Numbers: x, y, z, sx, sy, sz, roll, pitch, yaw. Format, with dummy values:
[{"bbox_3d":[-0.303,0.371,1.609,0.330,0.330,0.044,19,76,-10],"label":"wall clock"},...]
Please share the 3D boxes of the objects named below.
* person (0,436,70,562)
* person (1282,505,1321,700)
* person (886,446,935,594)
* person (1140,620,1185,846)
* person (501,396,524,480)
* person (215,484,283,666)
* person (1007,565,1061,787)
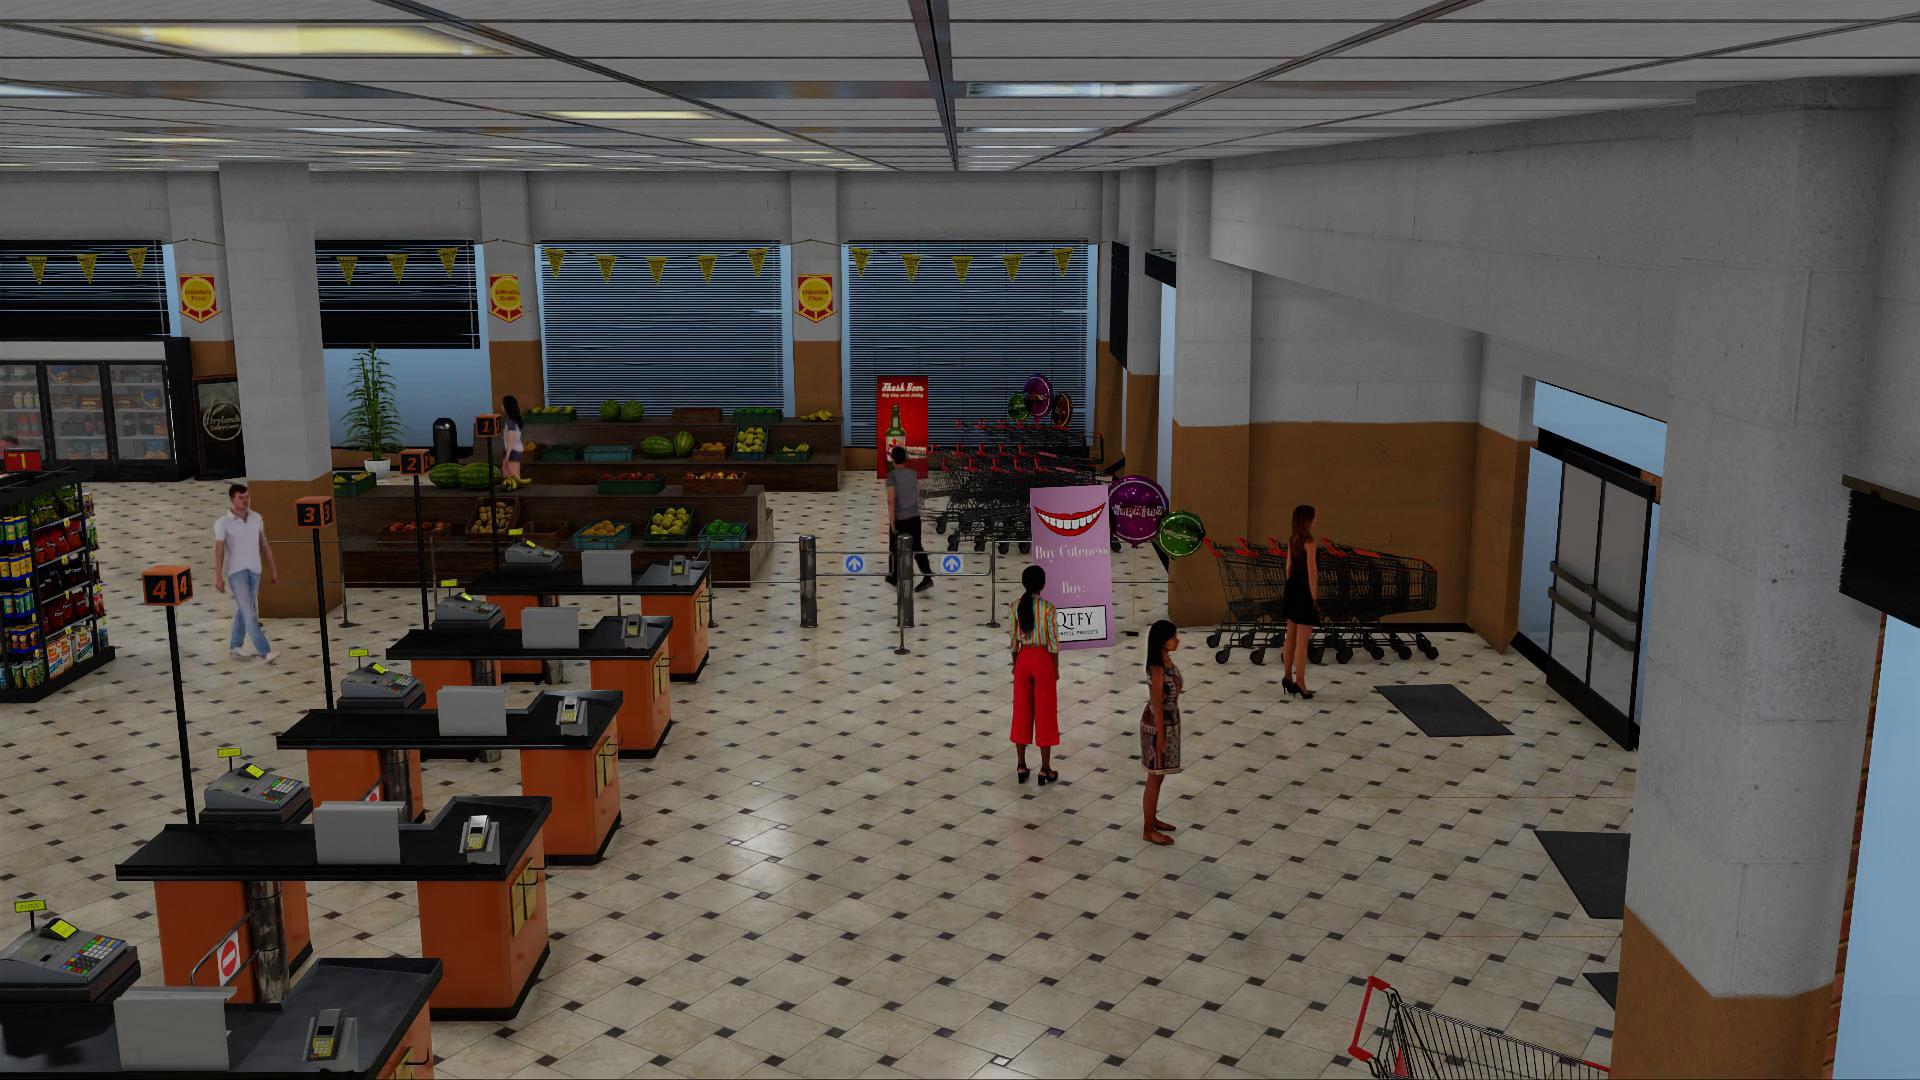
[{"bbox_3d":[-11.254,-0.348,20.103,1.334,1.781,1.140,-7,14,-32],"label":"person"},{"bbox_3d":[3.191,0.574,15.596,0.646,1.834,0.657,-5,13,-22],"label":"person"},{"bbox_3d":[-0.600,-0.205,19.615,1.174,1.702,1.062,-7,14,-31],"label":"person"},{"bbox_3d":[1.466,1.384,12.210,0.600,1.645,0.693,3,12,12],"label":"person"},{"bbox_3d":[-6.603,-1.317,24.904,0.655,1.699,0.647,-2,12,-9],"label":"person"},{"bbox_3d":[-7.238,0.360,16.692,1.285,1.800,1.080,7,14,30],"label":"person"},{"bbox_3d":[0.597,1.074,13.321,0.598,1.792,0.733,5,13,22],"label":"person"}]
